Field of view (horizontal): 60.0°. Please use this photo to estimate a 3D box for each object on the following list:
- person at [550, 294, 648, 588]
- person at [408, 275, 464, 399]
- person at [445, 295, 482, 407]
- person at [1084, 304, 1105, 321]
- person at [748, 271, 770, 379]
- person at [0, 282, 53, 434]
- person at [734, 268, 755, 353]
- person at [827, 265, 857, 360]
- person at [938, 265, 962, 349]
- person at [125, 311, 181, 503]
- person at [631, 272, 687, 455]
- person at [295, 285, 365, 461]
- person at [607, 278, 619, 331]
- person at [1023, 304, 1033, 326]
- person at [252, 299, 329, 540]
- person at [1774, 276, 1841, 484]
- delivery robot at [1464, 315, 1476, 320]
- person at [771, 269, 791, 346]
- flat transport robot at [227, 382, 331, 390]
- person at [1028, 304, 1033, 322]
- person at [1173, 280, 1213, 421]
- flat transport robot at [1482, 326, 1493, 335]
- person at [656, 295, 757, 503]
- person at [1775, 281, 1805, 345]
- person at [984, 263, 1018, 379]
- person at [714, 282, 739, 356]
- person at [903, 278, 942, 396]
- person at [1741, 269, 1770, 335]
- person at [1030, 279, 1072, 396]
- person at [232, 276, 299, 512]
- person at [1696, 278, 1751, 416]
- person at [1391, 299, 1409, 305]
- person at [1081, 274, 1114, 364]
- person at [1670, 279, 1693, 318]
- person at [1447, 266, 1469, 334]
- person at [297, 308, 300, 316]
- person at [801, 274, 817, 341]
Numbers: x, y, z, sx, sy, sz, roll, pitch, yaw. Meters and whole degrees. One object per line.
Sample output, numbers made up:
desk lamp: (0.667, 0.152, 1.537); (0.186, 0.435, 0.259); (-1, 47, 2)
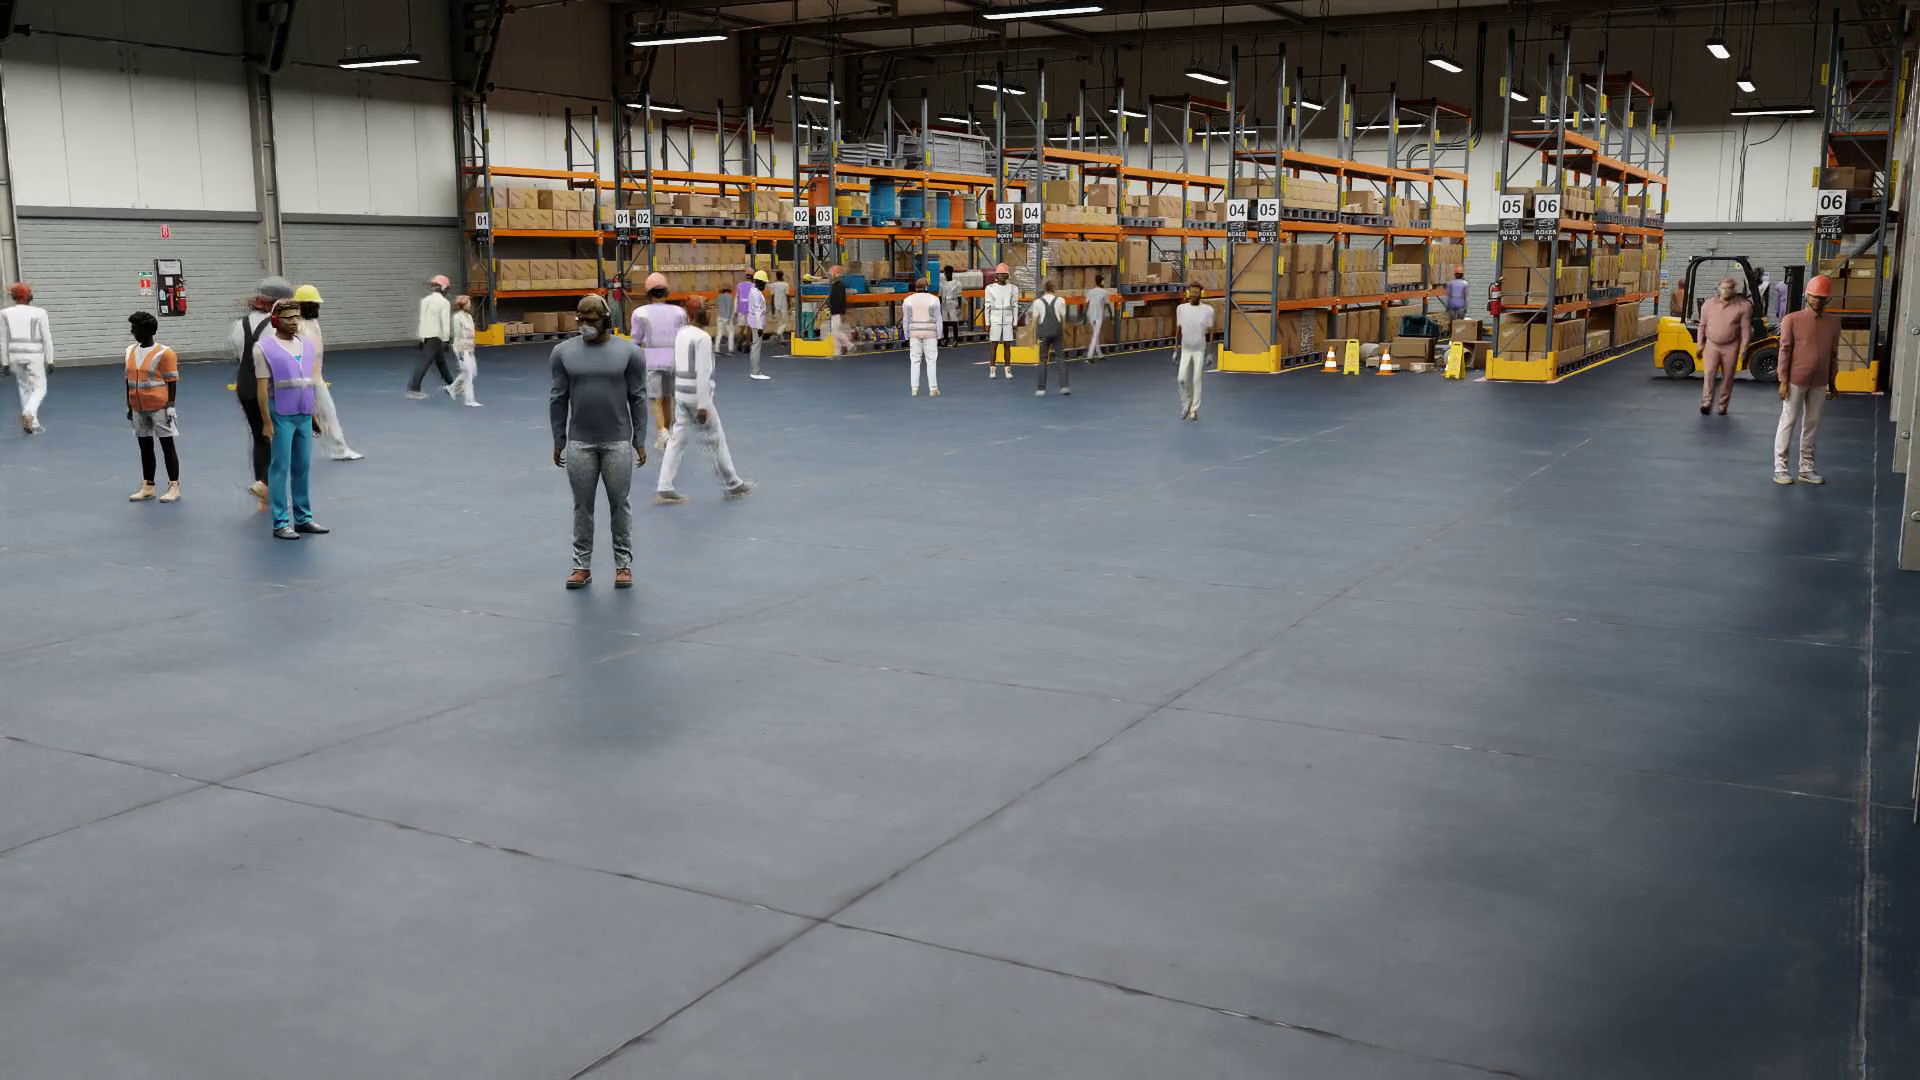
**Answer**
person: (-2.365, -0.642, 10.914); (0.635, 1.930, 0.353); (0, 10, -3)
person: (-8.121, -3.133, 25.702); (0.636, 1.885, 1.201); (7, 12, 37)
person: (-7.217, -2.733, 24.066); (0.522, 1.623, 0.519); (1, 10, 7)
person: (3.268, -5.599, 40.423); (0.533, 1.767, 0.325); (3, 10, 20)
person: (-3.564, -3.807, 29.491); (0.391, 1.917, 0.589); (-2, 10, -11)
person: (-11.308, -2.178, 20.114); (0.585, 1.868, 0.722); (-1, 10, -7)
person: (-4.761, -5.149, 37.364); (0.574, 1.913, 0.462); (3, 10, 16)
person: (-2.528, -4.753, 34.823); (0.520, 1.983, 0.612); (-4, 10, -21)
person: (-0.248, -5.465, 39.054); (0.614, 1.962, 0.366); (6, 11, 31)
person: (-7.162, -1.174, 14.733); (0.531, 1.692, 0.320); (3, 10, 15)
person: (-3.249, -1.901, 18.088); (0.617, 2.013, 0.959); (-4, 10, -22)
person: (-6.910, -1.747, 17.565); (1.004, 1.879, 0.607); (1, 10, 4)
person: (-8.720, -5.754, 41.762); (0.436, 1.616, 0.520); (-9, 13, -41)
person: (1.758, -5.423, 39.278); (0.610, 1.807, 0.723); (4, 11, 23)
person: (-5.204, -0.936, 12.887); (0.379, 1.844, 0.570); (4, 10, 21)
person: (8.114, -1.522, 15.905); (0.609, 1.988, 0.392); (-1, 10, -6)
delivery robot: (13.857, -5.916, 45.547); (0.707, 0.478, 0.477); (-2, 10, -11)
person: (-4.342, -5.623, 40.287); (0.538, 1.860, 0.505); (5, 11, 25)
flat transport robot: (-11.069, -2.566, 27.035); (0.652, 0.197, 1.431); (9, 13, 42)
person: (1.848, -5.205, 37.658); (0.624, 1.931, 0.378); (1, 10, 5)
person: (3.070, -2.491, 21.965); (0.564, 1.852, 0.527); (3, 10, 17)
flat transport robot: (14.696, -5.756, 45.715); (0.652, 0.197, 1.431); (1, 10, 6)
person: (-2.306, -1.243, 14.730); (0.977, 1.830, 0.600); (-7, 12, -37)
person: (18.684, -5.158, 37.432); (0.410, 1.909, 0.643); (-9, 13, -42)
person: (0.740, -3.878, 29.523); (0.611, 2.048, 0.364); (-1, 10, -7)
person: (-5.122, -4.817, 36.310); (0.515, 1.598, 0.714); (7, 12, 37)
person: (-0.574, -3.168, 25.991); (0.621, 1.838, 0.429); (2, 10, 10)
person: (19.158, -5.598, 40.139); (1.021, 1.865, 0.596); (-8, 13, -40)
person: (1.437, -3.144, 25.892); (0.702, 1.822, 0.519); (0, 10, 1)
person: (-5.813, -1.238, 14.086); (0.689, 2.000, 0.587); (4, 10, 22)
person: (10.352, -2.605, 22.590); (0.679, 1.860, 0.952); (5, 11, 29)
person: (11.929, -6.321, 45.146); (0.534, 1.589, 0.857); (5, 11, 29)
person: (2.790, -4.491, 33.835); (0.552, 1.816, 0.997); (8, 12, 38)
person: (18.162, -5.770, 41.900); (0.515, 1.607, 0.794); (5, 11, 29)
person: (12.427, -5.863, 41.542); (0.544, 1.919, 0.577); (4, 11, 24)
person: (-9.196, -2.606, 22.718); (0.429, 1.838, 0.629); (-3, 10, -16)
person: (-3.510, -5.215, 38.176); (0.526, 1.768, 0.330); (4, 11, 24)
